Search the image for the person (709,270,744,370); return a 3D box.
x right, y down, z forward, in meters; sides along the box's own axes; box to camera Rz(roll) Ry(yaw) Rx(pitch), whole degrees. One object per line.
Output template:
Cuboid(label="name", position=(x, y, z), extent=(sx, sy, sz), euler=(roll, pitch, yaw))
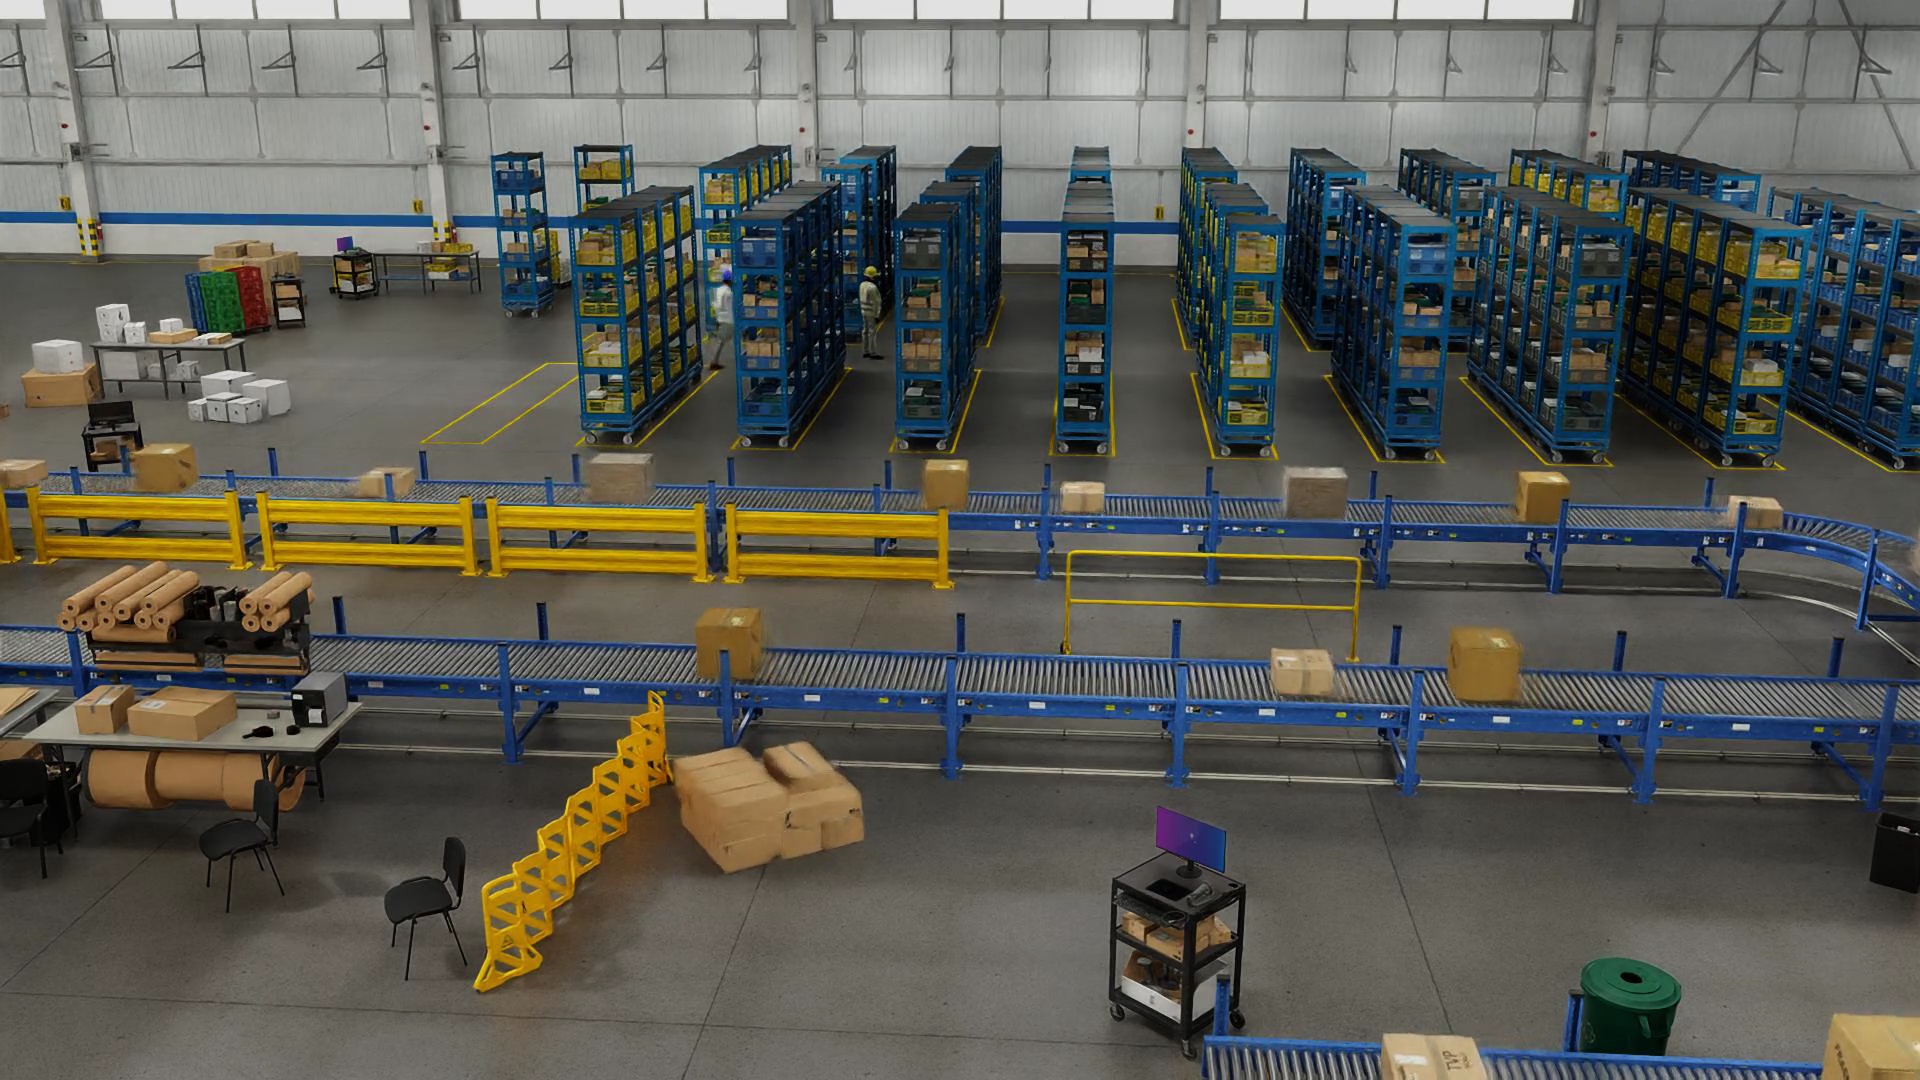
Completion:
Cuboid(label="person", position=(-4.426, -4.222, 31.868), extent=(1.018, 1.897, 0.621), euler=(-9, 20, -26))

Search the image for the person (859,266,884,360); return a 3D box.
Cuboid(label="person", position=(-1.745, -4.465, 32.724), extent=(0.403, 1.835, 0.586), euler=(-11, 20, -30))
